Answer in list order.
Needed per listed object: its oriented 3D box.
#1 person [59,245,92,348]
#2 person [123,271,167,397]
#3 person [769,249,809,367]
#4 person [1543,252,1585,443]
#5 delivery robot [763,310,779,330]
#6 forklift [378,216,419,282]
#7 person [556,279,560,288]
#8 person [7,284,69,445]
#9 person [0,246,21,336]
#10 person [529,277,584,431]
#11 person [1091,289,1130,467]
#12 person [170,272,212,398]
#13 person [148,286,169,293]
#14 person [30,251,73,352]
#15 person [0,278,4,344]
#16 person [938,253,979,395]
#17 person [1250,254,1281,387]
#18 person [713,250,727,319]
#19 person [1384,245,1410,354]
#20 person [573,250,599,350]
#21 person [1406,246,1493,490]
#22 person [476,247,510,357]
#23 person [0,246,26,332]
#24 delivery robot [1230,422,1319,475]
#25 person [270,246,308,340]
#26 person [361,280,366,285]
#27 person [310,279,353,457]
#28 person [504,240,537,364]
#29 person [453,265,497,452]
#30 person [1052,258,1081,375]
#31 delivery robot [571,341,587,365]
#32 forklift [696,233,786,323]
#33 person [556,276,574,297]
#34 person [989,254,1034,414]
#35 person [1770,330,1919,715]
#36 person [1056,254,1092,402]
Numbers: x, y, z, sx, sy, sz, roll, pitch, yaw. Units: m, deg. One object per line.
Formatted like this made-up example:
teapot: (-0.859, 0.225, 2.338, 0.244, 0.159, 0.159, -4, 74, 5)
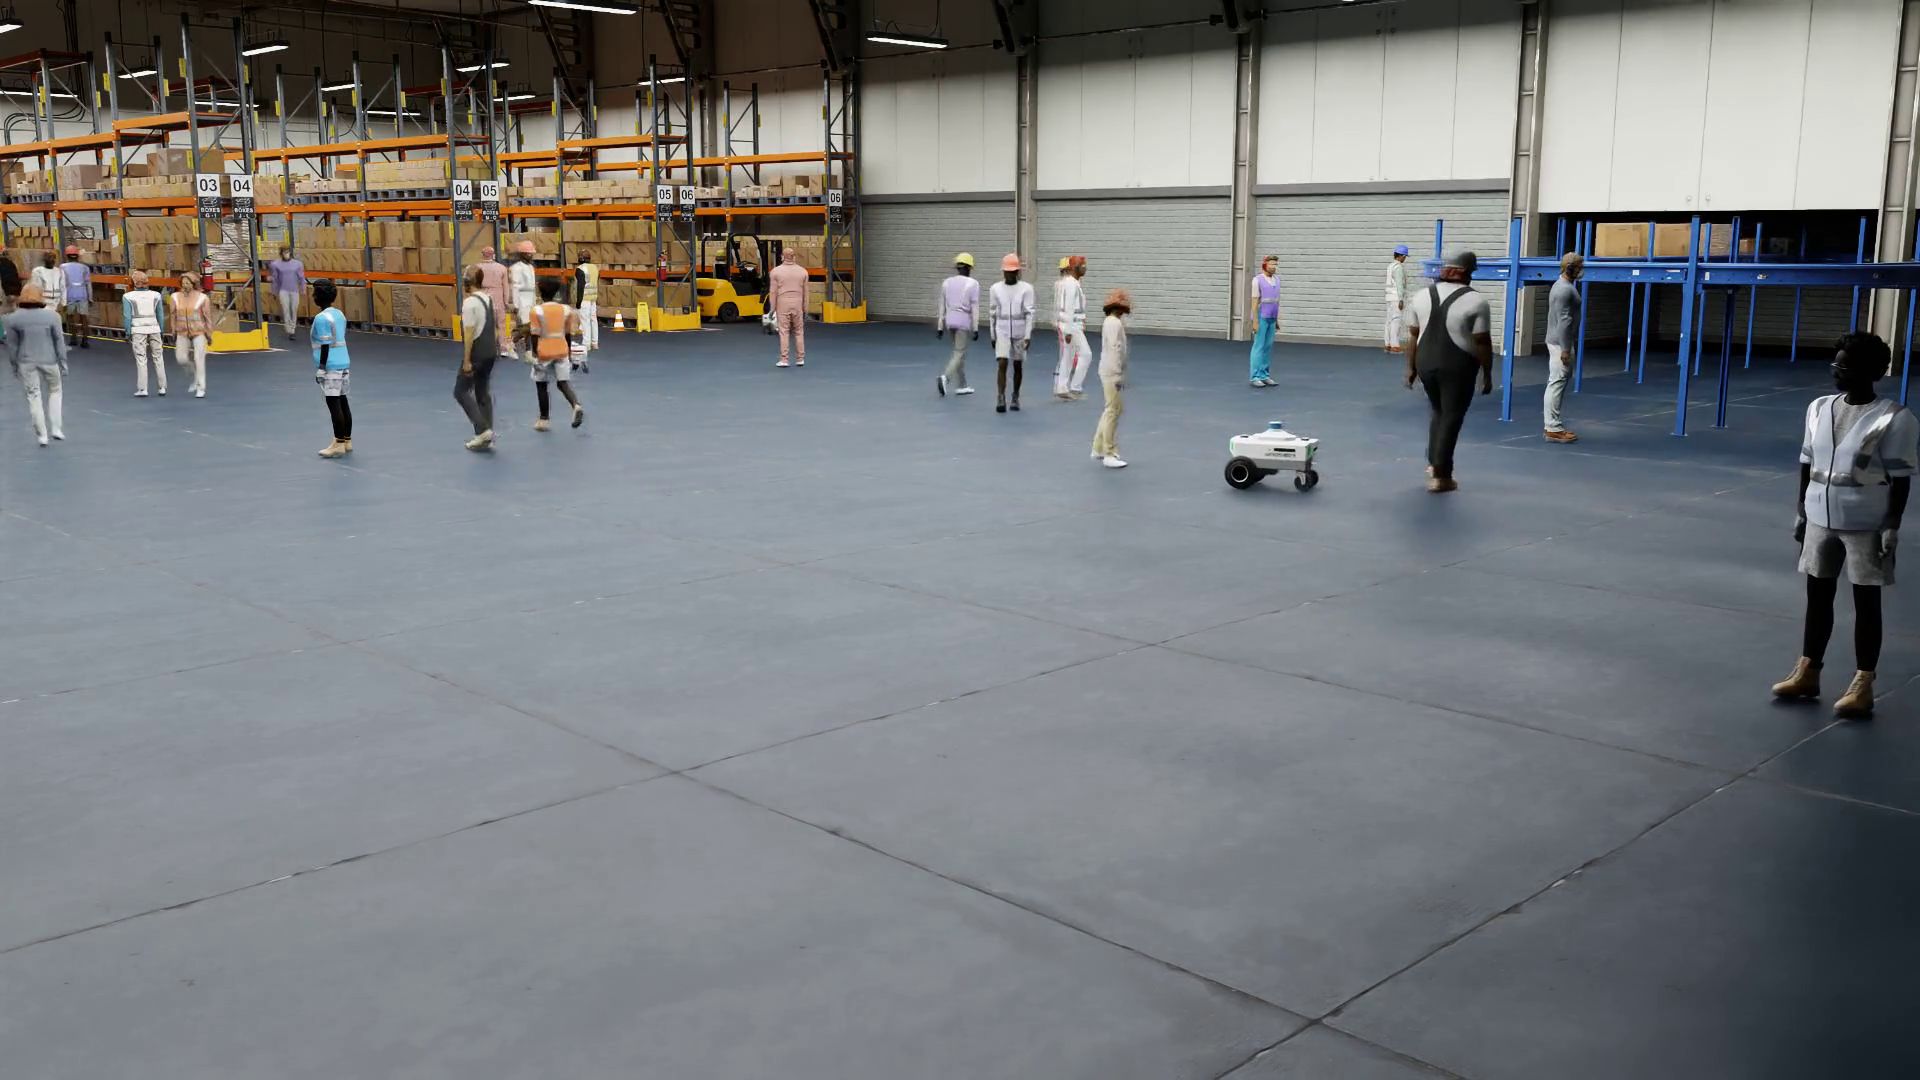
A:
person: (-16.721, -4.595, 31.424, 0.585, 1.909, 0.706, -9, 14, -41)
person: (-10.730, -2.710, 21.905, 0.312, 1.640, 0.520, 10, 14, 43)
person: (-2.777, -3.757, 26.989, 0.648, 1.880, 0.602, -4, 11, -19)
person: (6.233, -1.992, 17.167, 0.373, 1.940, 0.629, 3, 11, 17)
delivery robot: (-3.986, -4.753, 35.859, 0.477, 0.478, 0.707, -6, 12, -28)
forklift: (-17.868, -9.201, 54.028, 1.873, 2.768, 1.129, -10, 14, -44)
person: (-10.510, -6.924, 44.342, 0.808, 1.844, 0.522, 8, 13, 36)
person: (-9.365, -1.790, 16.923, 0.532, 1.610, 0.581, -4, 11, -22)
person: (-20.046, -5.240, 34.990, 0.862, 1.899, 0.605, 10, 14, 43)
person: (-4.371, -2.001, 17.939, 0.690, 1.674, 0.536, 10, 14, 44)
person: (1.384, -1.494, 15.349, 0.350, 1.619, 0.551, 1, 10, 3)
person: (-10.041, -2.677, 21.741, 0.527, 1.624, 0.365, -1, 10, -5)
person: (-19.872, -6.308, 40.883, 0.986, 1.868, 0.643, 6, 12, 31)
person: (-16.446, -4.281, 29.971, 0.922, 1.841, 0.580, 6, 12, 28)
person: (-18.934, -4.695, 32.379, 0.314, 1.767, 0.534, 9, 14, 42)
person: (-0.068, -2.851, 22.022, 0.647, 1.888, 0.795, 8, 13, 39)
person: (4.275, -3.077, 23.347, 0.568, 1.840, 0.374, -10, 14, -44)
person: (-6.048, -6.474, 42.139, 0.324, 1.743, 0.490, -10, 14, -42)
person: (7.842, -4.321, 29.871, 0.398, 1.939, 0.602, -1, 10, -4)
person: (-6.940, -4.450, 30.837, 0.429, 1.842, 0.636, 4, 11, 19)
person: (4.159, -1.429, 13.936, 0.673, 2.000, 0.716, -9, 14, -39)
person: (-8.168, -4.139, 28.964, 0.643, 1.910, 0.400, -2, 11, -11)
person: (-19.044, -4.941, 33.287, 0.955, 1.915, 0.773, -1, 10, -6)
delivery robot: (2.661, -0.757, 14.072, 0.707, 0.478, 0.477, 4, 11, 23)
person: (-13.556, -4.988, 33.633, 0.652, 1.883, 1.012, -6, 12, -28)
person: (-17.657, -7.939, 49.674, 0.730, 1.898, 0.724, -4, 11, -22)
person: (-6.049, -1.656, 15.993, 0.320, 1.698, 0.531, 0, 10, -1)
person: (-7.191, -3.917, 27.446, 0.524, 2.027, 0.604, 2, 11, 10)
person: (-4.758, -1.783, 16.344, 0.401, 1.823, 0.517, 3, 11, 16)
person: (1.618, -3.399, 25.309, 0.523, 1.769, 0.319, -8, 13, -37)
delivery robot: (-6.116, -2.936, 25.954, 0.477, 0.478, 0.707, -9, 13, -39)
forklift: (-5.496, -6.489, 41.108, 2.313, 2.155, 1.214, -10, 14, -44)
person: (-10.150, -6.690, 43.060, 0.624, 1.841, 0.430, -8, 13, -39)
person: (0.611, -2.474, 19.950, 0.544, 1.889, 0.920, 1, 10, 5)
person: (3.954, -0.081, 7.401, 0.322, 1.699, 0.536, -5, 12, -26)
person: (1.498, -2.695, 21.218, 0.603, 1.865, 0.589, 0, 10, 0)
